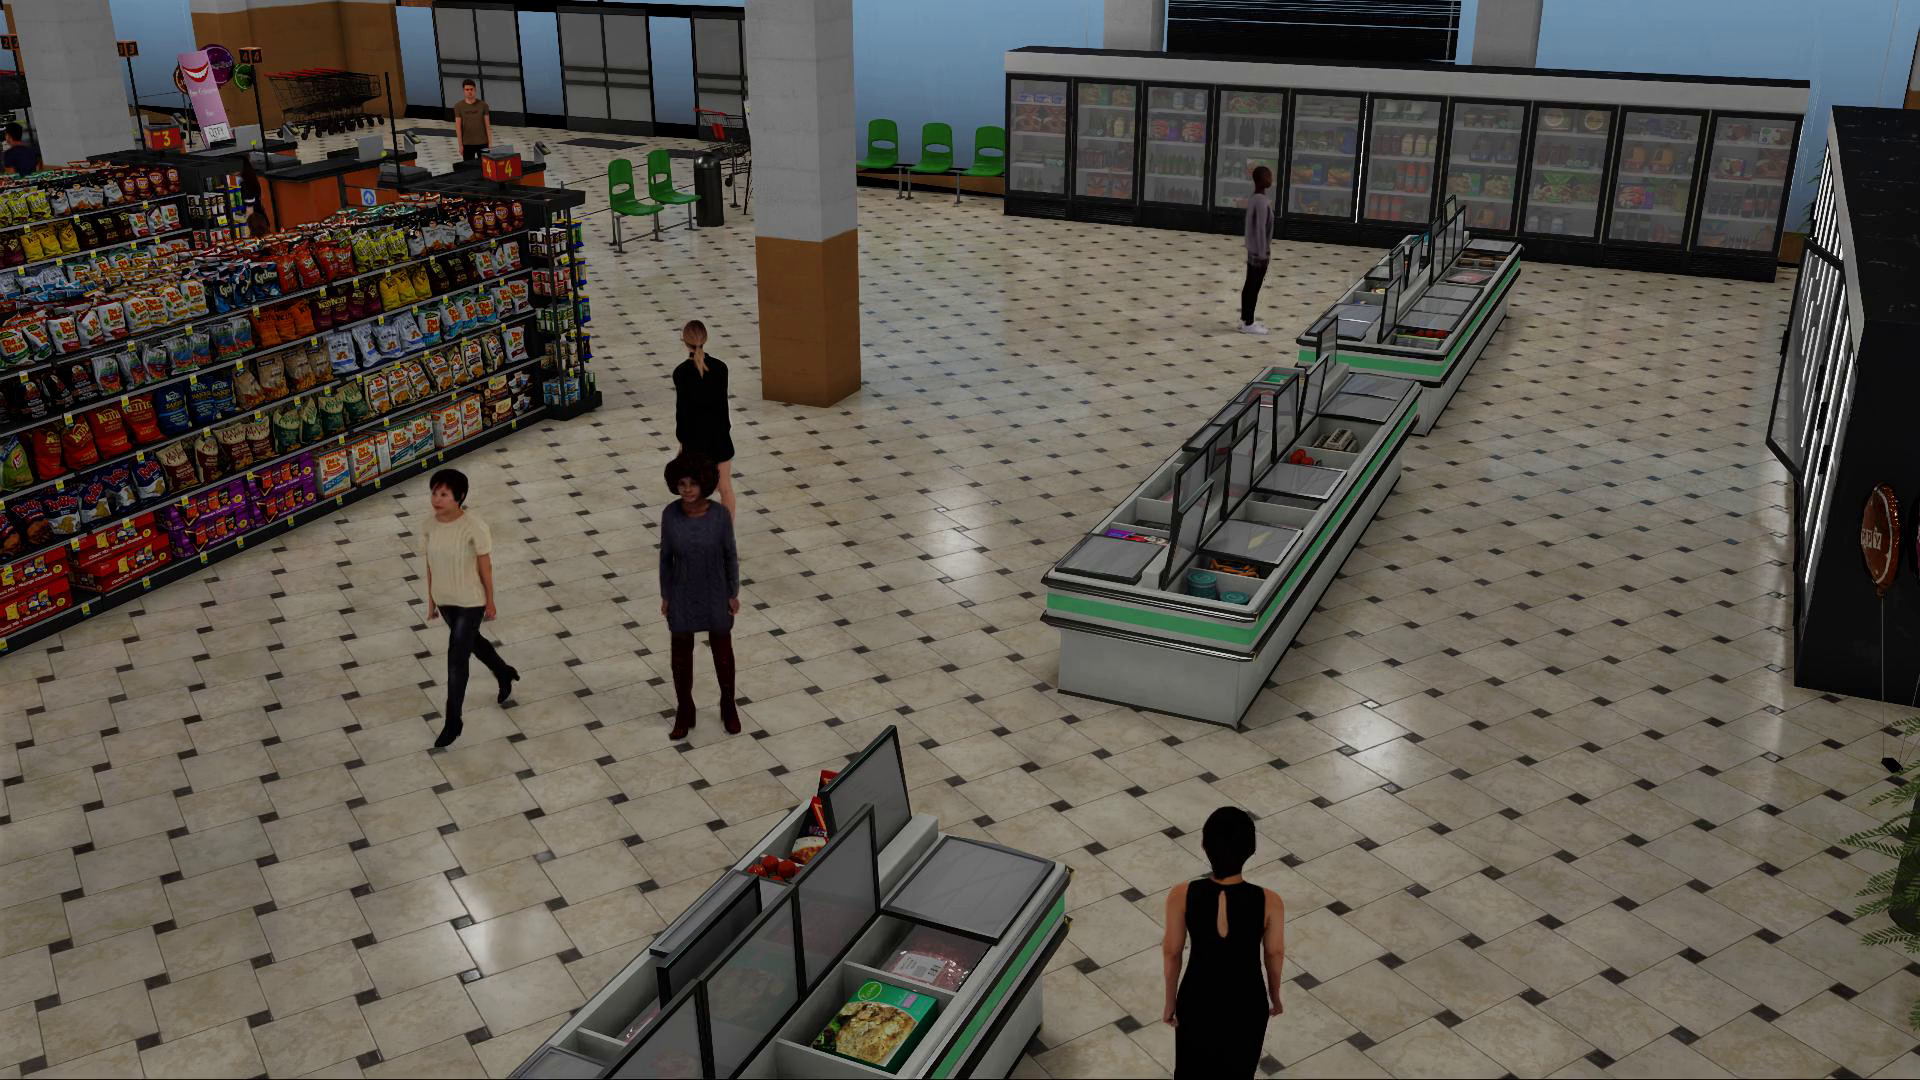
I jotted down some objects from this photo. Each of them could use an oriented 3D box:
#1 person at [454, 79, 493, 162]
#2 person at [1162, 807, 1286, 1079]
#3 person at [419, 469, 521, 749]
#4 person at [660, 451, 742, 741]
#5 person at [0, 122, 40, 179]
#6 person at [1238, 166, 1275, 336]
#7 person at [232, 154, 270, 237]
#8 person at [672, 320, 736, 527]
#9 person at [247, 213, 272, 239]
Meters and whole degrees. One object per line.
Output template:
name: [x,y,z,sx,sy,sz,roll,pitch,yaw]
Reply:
person: [-7.123,-5.819,24.423,0.728,1.852,0.802,-9,24,-22]
person: [0.928,1.733,5.980,0.624,1.590,0.613,6,23,15]
person: [-2.803,0.339,9.500,0.594,1.551,0.990,10,24,23]
person: [-1.457,0.305,9.377,0.675,1.707,0.678,-3,22,-9]
person: [-11.528,-4.257,20.639,0.795,1.775,0.915,7,23,16]
person: [3.157,-3.100,17.763,0.751,1.771,0.612,0,22,-1]
person: [-8.144,-3.670,19.384,1.006,1.621,0.951,-5,22,-13]
person: [-1.814,-0.694,11.782,0.629,1.767,0.714,-12,25,-27]
person: [-7.834,-3.132,18.741,0.590,1.102,0.524,18,28,38]
